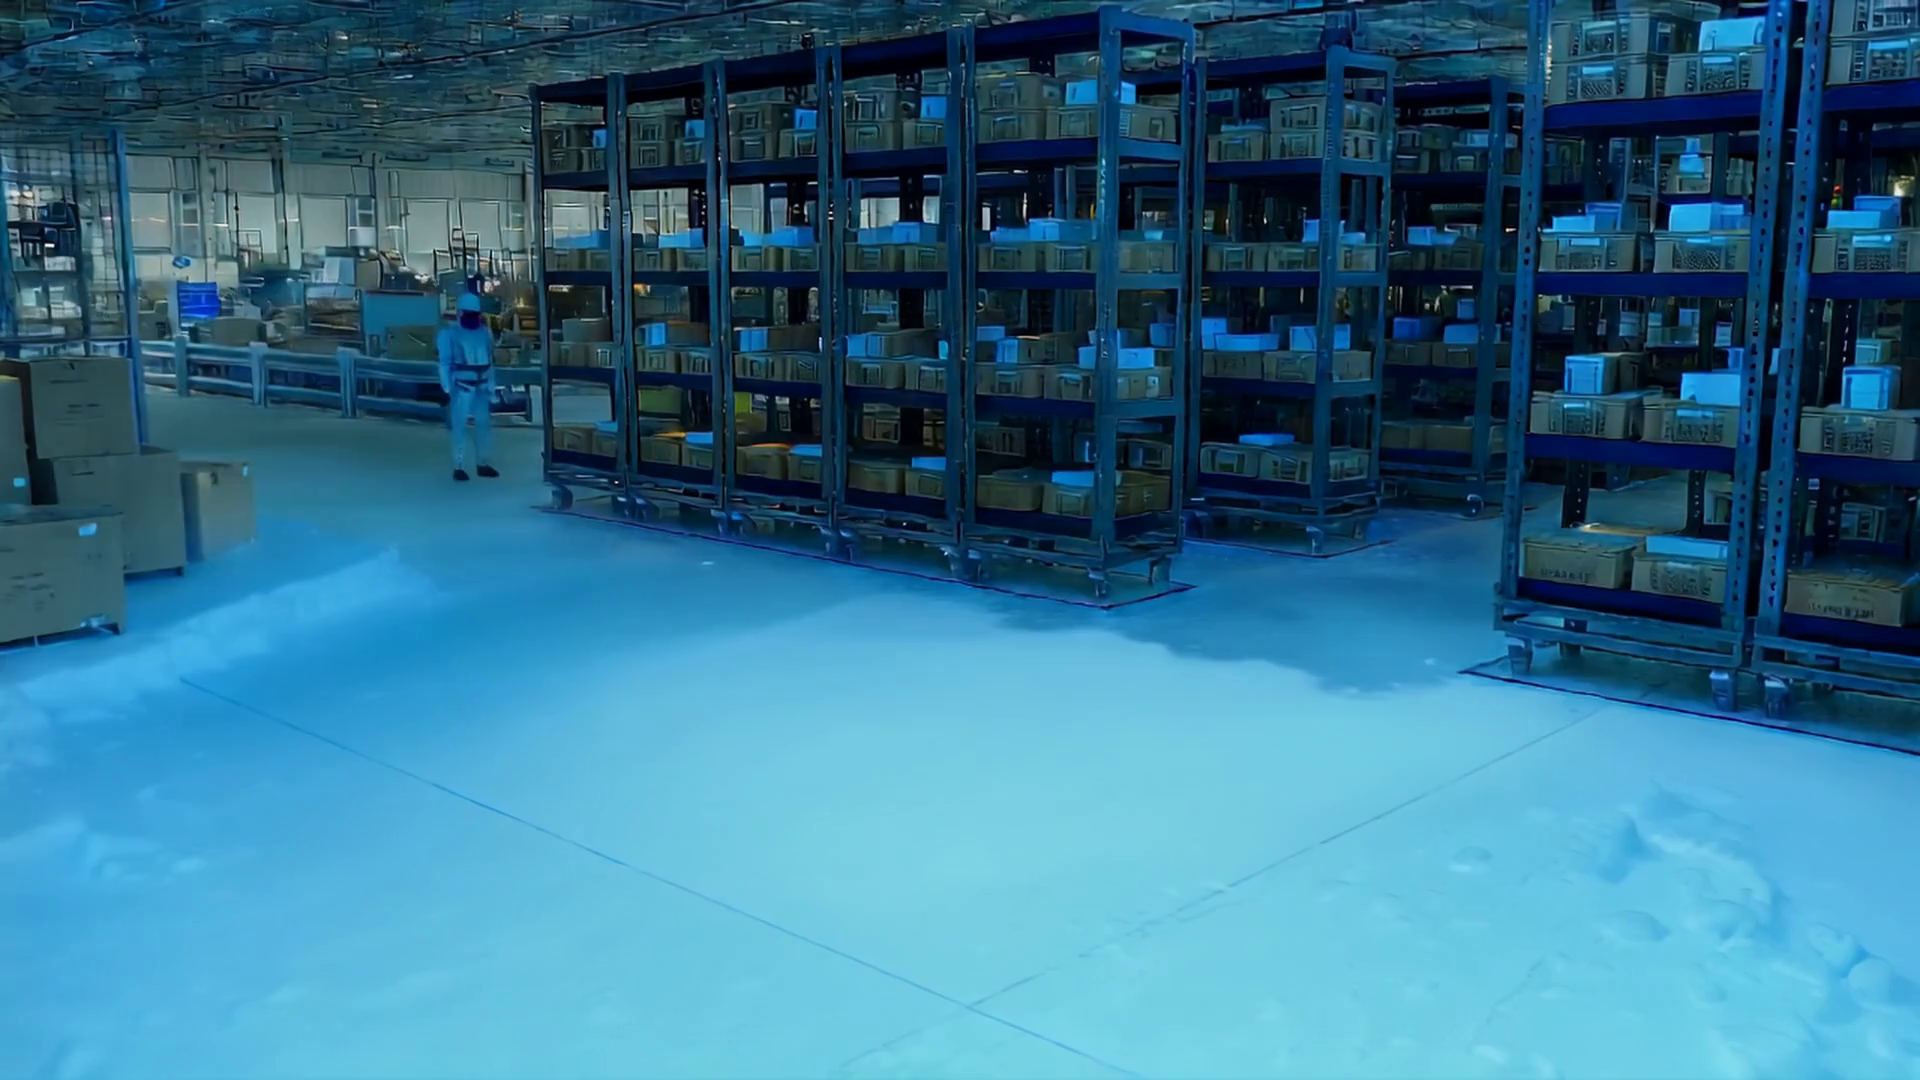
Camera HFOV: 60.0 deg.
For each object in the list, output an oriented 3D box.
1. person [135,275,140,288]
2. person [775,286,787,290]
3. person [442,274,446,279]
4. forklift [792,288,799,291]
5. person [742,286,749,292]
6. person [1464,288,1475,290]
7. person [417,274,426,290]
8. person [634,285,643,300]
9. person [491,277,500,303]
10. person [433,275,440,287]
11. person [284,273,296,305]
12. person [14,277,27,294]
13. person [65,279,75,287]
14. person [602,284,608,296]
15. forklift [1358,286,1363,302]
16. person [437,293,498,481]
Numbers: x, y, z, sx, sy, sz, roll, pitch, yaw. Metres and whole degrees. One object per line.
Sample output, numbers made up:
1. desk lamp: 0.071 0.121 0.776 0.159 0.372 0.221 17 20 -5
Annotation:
1. person: -32.698 -9.625 65.837 0.553 1.935 0.365 6 11 33
2. person: -7.280 -10.017 68.161 0.613 1.962 0.362 -6 11 -33
3. person: -21.609 -10.240 69.850 1.022 1.864 0.596 -6 11 -32
4. forklift: -7.525 -11.921 77.034 1.873 2.768 1.129 9 13 43
5. person: -10.290 -11.851 79.847 1.003 1.834 0.581 8 12 39
6. person: 17.073 -8.039 55.846 0.526 2.023 0.626 9 13 43
7. person: -23.049 -10.437 71.114 0.501 1.845 0.877 1 9 3
8. person: -13.146 -9.877 67.655 0.566 1.852 0.415 4 10 25
9. person: -16.572 -8.495 59.436 0.329 1.769 0.526 0 9 -2
10. person: -23.387 -10.922 74.235 0.962 1.795 0.535 -2 10 -14
11. person: -24.845 -8.970 61.912 0.548 1.916 0.796 8 12 40
12. person: -37.995 -9.844 67.336 0.658 1.881 1.025 -1 9 -8
13. person: -39.943 -10.975 74.547 0.638 1.797 0.932 3 10 16
14. person: -12.951 -8.649 60.734 0.890 1.642 0.549 -5 11 -30
15. forklift: 11.100 -7.017 46.970 1.873 2.768 1.129 9 13 43
16. person: -4.826 -1.504 16.374 0.403 1.832 0.602 9 13 42
